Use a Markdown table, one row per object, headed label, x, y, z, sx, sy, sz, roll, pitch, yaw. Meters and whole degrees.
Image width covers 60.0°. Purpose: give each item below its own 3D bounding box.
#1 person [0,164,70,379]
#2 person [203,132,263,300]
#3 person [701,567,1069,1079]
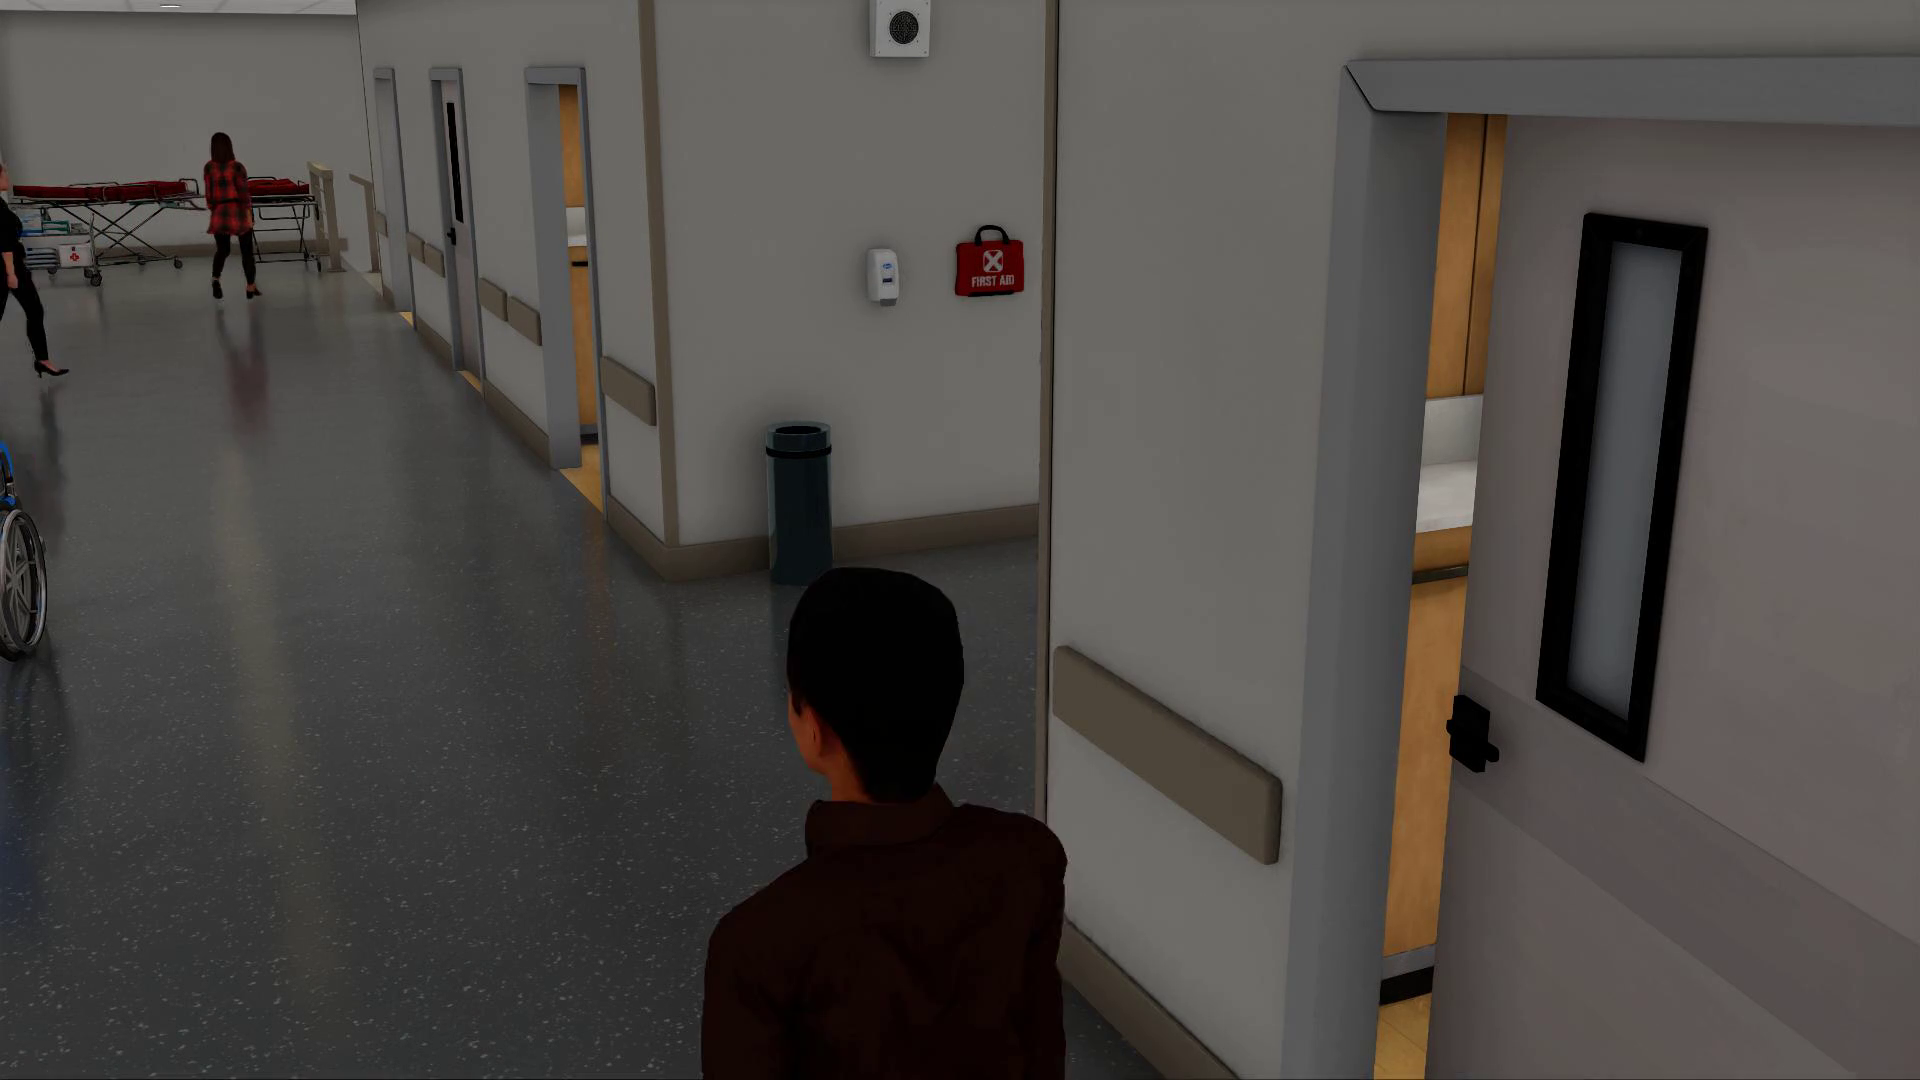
| label | x | y | z | sx | sy | sz | roll | pitch | yaw |
| --- | --- | --- | --- | --- | --- | --- | --- | --- | --- |
| person | -7.186 | -1.954 | 12.349 | 1.061 | 1.629 | 0.964 | 11 | 19 | 35 |
| person | -7.408 | -3.237 | 16.803 | 0.894 | 1.681 | 1.081 | 0 | 16 | 1 |
| person | -0.024 | 0.905 | 1.954 | 0.680 | 1.767 | 0.924 | -9 | 18 | -28 |
